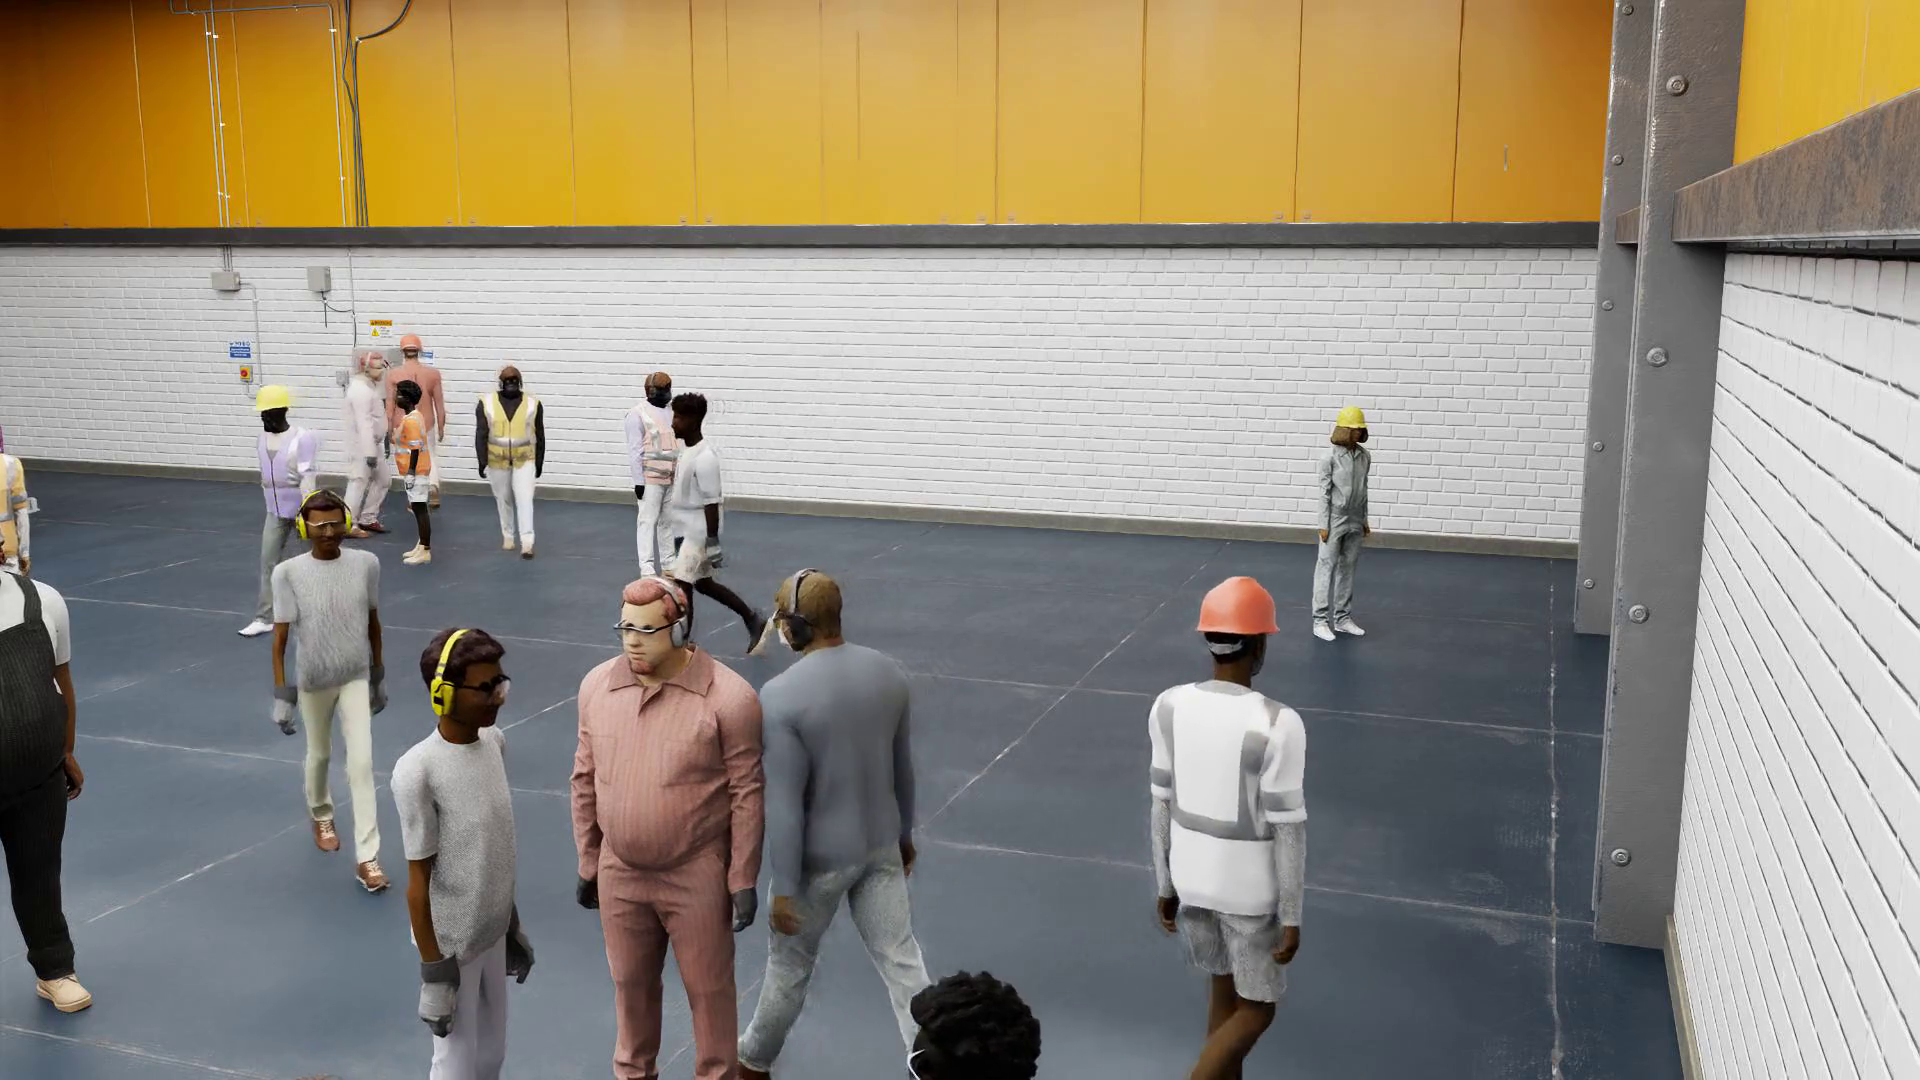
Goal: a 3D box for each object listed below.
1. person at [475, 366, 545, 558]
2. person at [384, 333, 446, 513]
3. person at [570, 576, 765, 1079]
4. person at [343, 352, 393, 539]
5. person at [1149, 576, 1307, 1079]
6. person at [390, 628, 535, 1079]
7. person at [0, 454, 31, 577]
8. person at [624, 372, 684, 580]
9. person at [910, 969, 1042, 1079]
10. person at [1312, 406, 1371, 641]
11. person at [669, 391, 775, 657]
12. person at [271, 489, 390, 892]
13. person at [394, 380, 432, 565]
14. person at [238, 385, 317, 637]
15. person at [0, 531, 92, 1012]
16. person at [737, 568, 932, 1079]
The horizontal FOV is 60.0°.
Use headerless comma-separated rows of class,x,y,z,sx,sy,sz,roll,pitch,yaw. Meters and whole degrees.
person,-4.237,-0.738,15.705,0.626,1.795,0.975,-2,10,-12
person,-5.922,-1.258,18.090,0.620,1.980,0.565,-5,11,-24
person,-0.947,1.049,5.296,0.652,1.904,0.402,3,10,16
person,-5.946,-0.934,16.546,0.582,1.871,0.668,-2,10,-10
person,0.780,1.075,5.141,0.559,1.909,0.747,9,14,42
person,-1.387,1.165,4.753,0.328,1.868,0.509,2,10,11
person,-6.296,0.078,10.719,0.414,1.929,0.561,8,13,38
person,-2.581,-0.526,14.350,0.429,1.843,0.624,7,12,33
person,0.023,1.568,2.953,0.318,1.698,0.534,-4,11,-21
person,2.873,-0.129,12.384,0.488,1.743,0.319,-6,12,-31
person,-1.745,-0.069,11.508,0.868,1.944,0.608,-3,10,-16
person,-2.938,0.660,7.754,0.544,1.822,0.995,-6,12,-32
person,-5.028,-0.624,15.303,0.319,1.697,0.532,-3,10,-16
person,-5.094,-0.249,12.681,0.602,1.885,0.976,4,11,21
person,-3.583,0.826,6.168,0.538,2.000,0.684,9,13,40
person,-0.410,1.022,5.533,0.672,1.877,1.015,-10,14,-44
